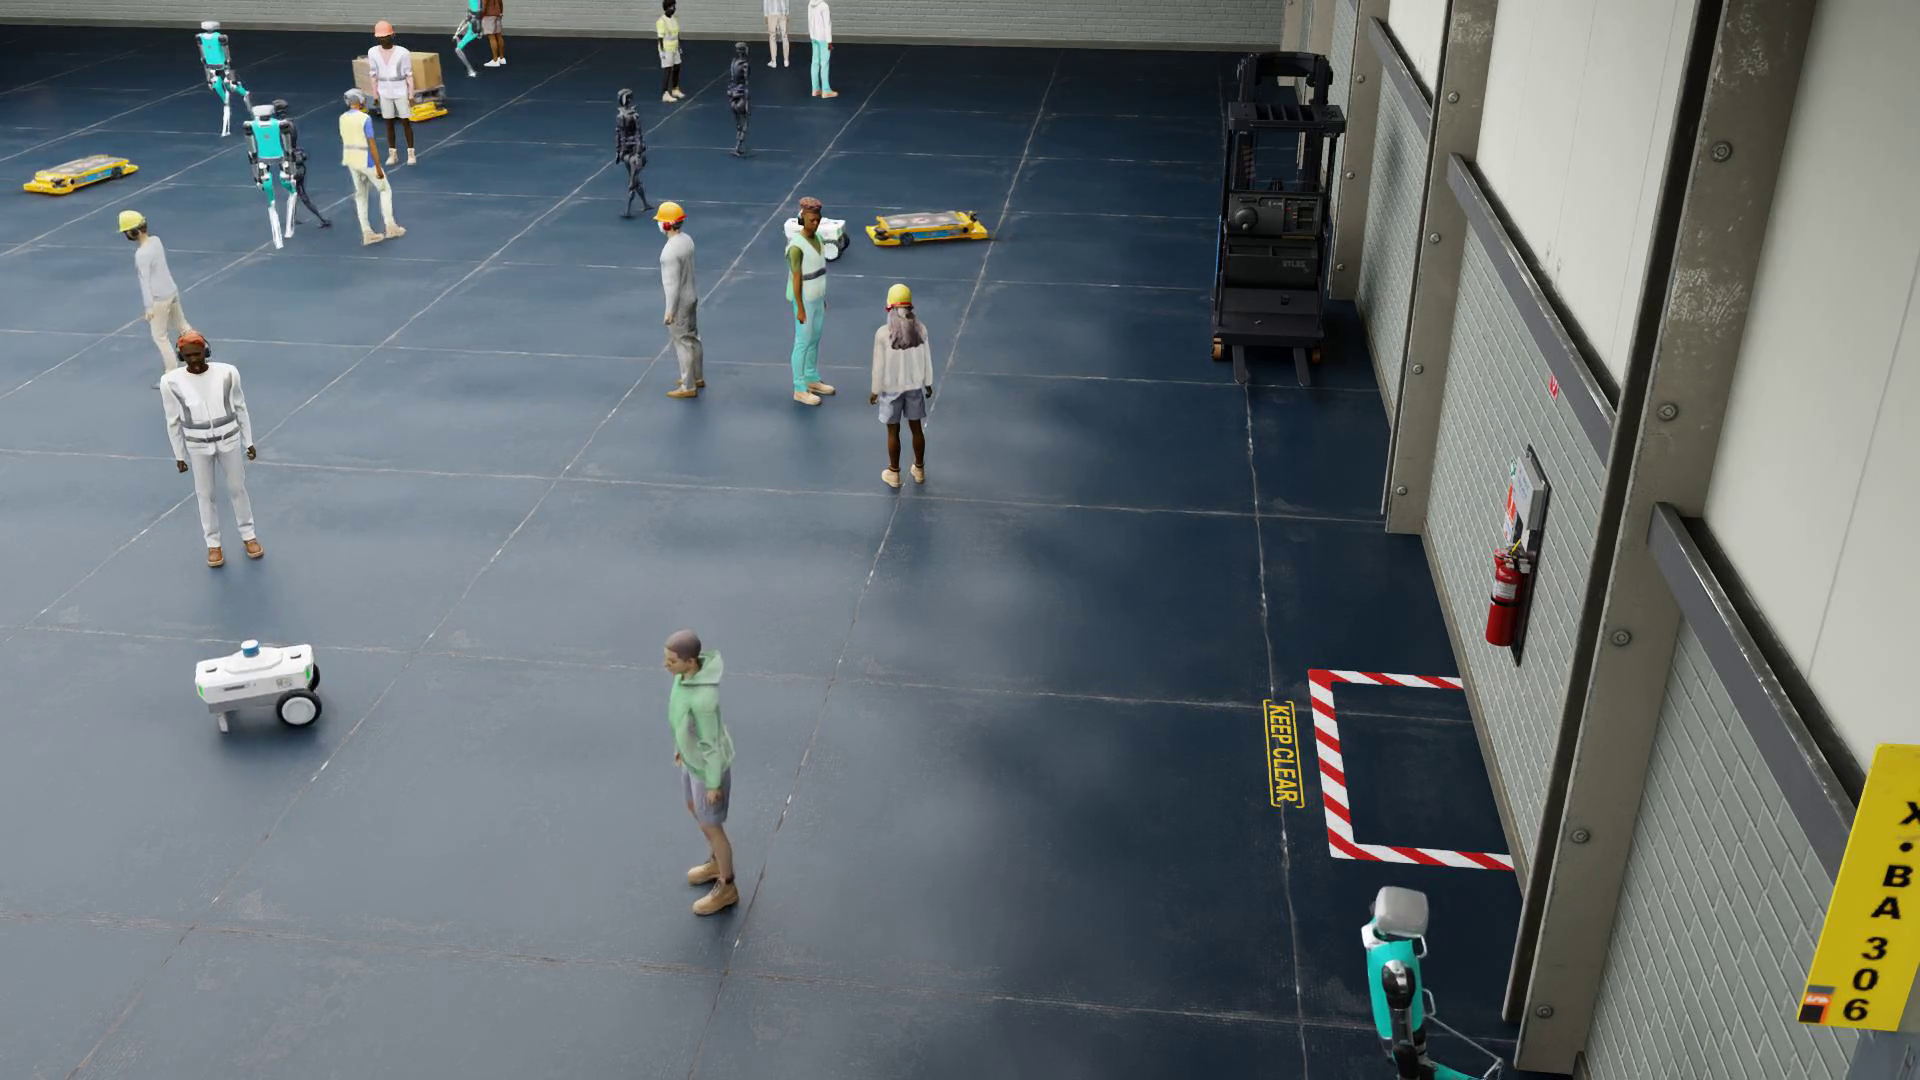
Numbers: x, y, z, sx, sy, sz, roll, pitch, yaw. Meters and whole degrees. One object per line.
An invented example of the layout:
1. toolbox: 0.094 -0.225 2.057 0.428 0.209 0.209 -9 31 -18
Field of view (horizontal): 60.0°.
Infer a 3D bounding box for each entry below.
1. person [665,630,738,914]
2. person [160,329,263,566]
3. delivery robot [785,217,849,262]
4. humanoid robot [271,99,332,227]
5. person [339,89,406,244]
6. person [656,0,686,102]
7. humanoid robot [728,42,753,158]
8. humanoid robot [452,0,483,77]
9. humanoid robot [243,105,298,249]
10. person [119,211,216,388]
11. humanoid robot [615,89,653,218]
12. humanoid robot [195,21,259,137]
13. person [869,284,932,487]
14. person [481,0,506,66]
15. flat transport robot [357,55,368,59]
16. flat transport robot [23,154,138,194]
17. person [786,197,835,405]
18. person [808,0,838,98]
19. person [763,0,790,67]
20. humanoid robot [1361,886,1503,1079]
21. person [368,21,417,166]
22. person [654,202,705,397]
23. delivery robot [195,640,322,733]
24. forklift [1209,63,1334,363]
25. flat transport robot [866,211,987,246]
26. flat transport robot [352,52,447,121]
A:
1. person: -1.382 1.244 9.022 0.327 1.729 0.493 -9 28 -18
2. person: -5.728 -0.717 12.768 0.581 1.882 0.337 -15 30 -27
3. delivery robot: -1.746 -3.708 20.220 0.791 0.592 0.499 4 27 8
4. humanoid robot: -8.449 -4.774 21.149 0.684 1.641 0.590 -4 27 -8
5. person: -7.305 -4.639 20.630 0.607 1.855 0.736 11 29 21
6. person: -4.920 -8.278 28.073 0.327 1.688 0.587 10 28 20
7. humanoid robot: -3.287 -6.500 24.551 0.477 1.644 0.612 -13 29 -24
8. humanoid robot: -8.876 -9.197 29.856 0.793 1.749 0.559 -17 31 -30
9. humanoid robot: -8.445 -4.536 20.565 0.540 1.765 0.874 -7 28 -14
10. person: -7.760 -2.379 16.242 0.512 1.740 0.716 -1 27 -2
11. humanoid robot: -4.329 -5.035 21.643 0.589 1.630 0.717 23 35 38
12. humanoid robot: -11.369 -7.247 26.001 0.542 1.774 0.970 6 27 12
13. person: -0.488 -1.295 14.053 0.554 1.761 0.406 -10 28 -19
14. person: -8.676 -9.744 30.818 0.394 1.855 0.786 8 28 15
15. flat transport robot: -10.538 -8.730 30.567 0.659 0.231 1.431 -18 32 -32
16. flat transport robot: -12.383 -5.156 23.433 0.659 0.231 1.431 9 28 17
17. person: -1.442 -2.285 15.794 0.391 1.977 0.485 11 29 21
18. person: -2.368 -8.521 28.315 0.498 1.912 0.352 24 35 39
19. person: -3.376 -9.695 30.698 0.498 1.879 0.401 -9 28 -18
20. humanoid robot: 2.025 2.241 7.043 0.899 1.771 0.531 2 27 5
21. person: -8.181 -6.440 24.018 0.604 2.044 0.374 -1 27 -2
22. person: -2.689 -2.298 15.913 0.372 1.893 0.581 5 27 10
23. delivery robot: -4.587 0.942 10.958 0.783 0.611 0.514 -9 28 -18
24. forklift: 3.241 -3.477 17.183 1.129 2.768 1.873 3 27 6
25. flat transport robot: -0.425 -3.932 20.988 1.431 0.231 0.659 -6 27 -13
26. flat transport robot: -9.180 -7.104 27.320 1.431 0.231 0.659 15 30 27
